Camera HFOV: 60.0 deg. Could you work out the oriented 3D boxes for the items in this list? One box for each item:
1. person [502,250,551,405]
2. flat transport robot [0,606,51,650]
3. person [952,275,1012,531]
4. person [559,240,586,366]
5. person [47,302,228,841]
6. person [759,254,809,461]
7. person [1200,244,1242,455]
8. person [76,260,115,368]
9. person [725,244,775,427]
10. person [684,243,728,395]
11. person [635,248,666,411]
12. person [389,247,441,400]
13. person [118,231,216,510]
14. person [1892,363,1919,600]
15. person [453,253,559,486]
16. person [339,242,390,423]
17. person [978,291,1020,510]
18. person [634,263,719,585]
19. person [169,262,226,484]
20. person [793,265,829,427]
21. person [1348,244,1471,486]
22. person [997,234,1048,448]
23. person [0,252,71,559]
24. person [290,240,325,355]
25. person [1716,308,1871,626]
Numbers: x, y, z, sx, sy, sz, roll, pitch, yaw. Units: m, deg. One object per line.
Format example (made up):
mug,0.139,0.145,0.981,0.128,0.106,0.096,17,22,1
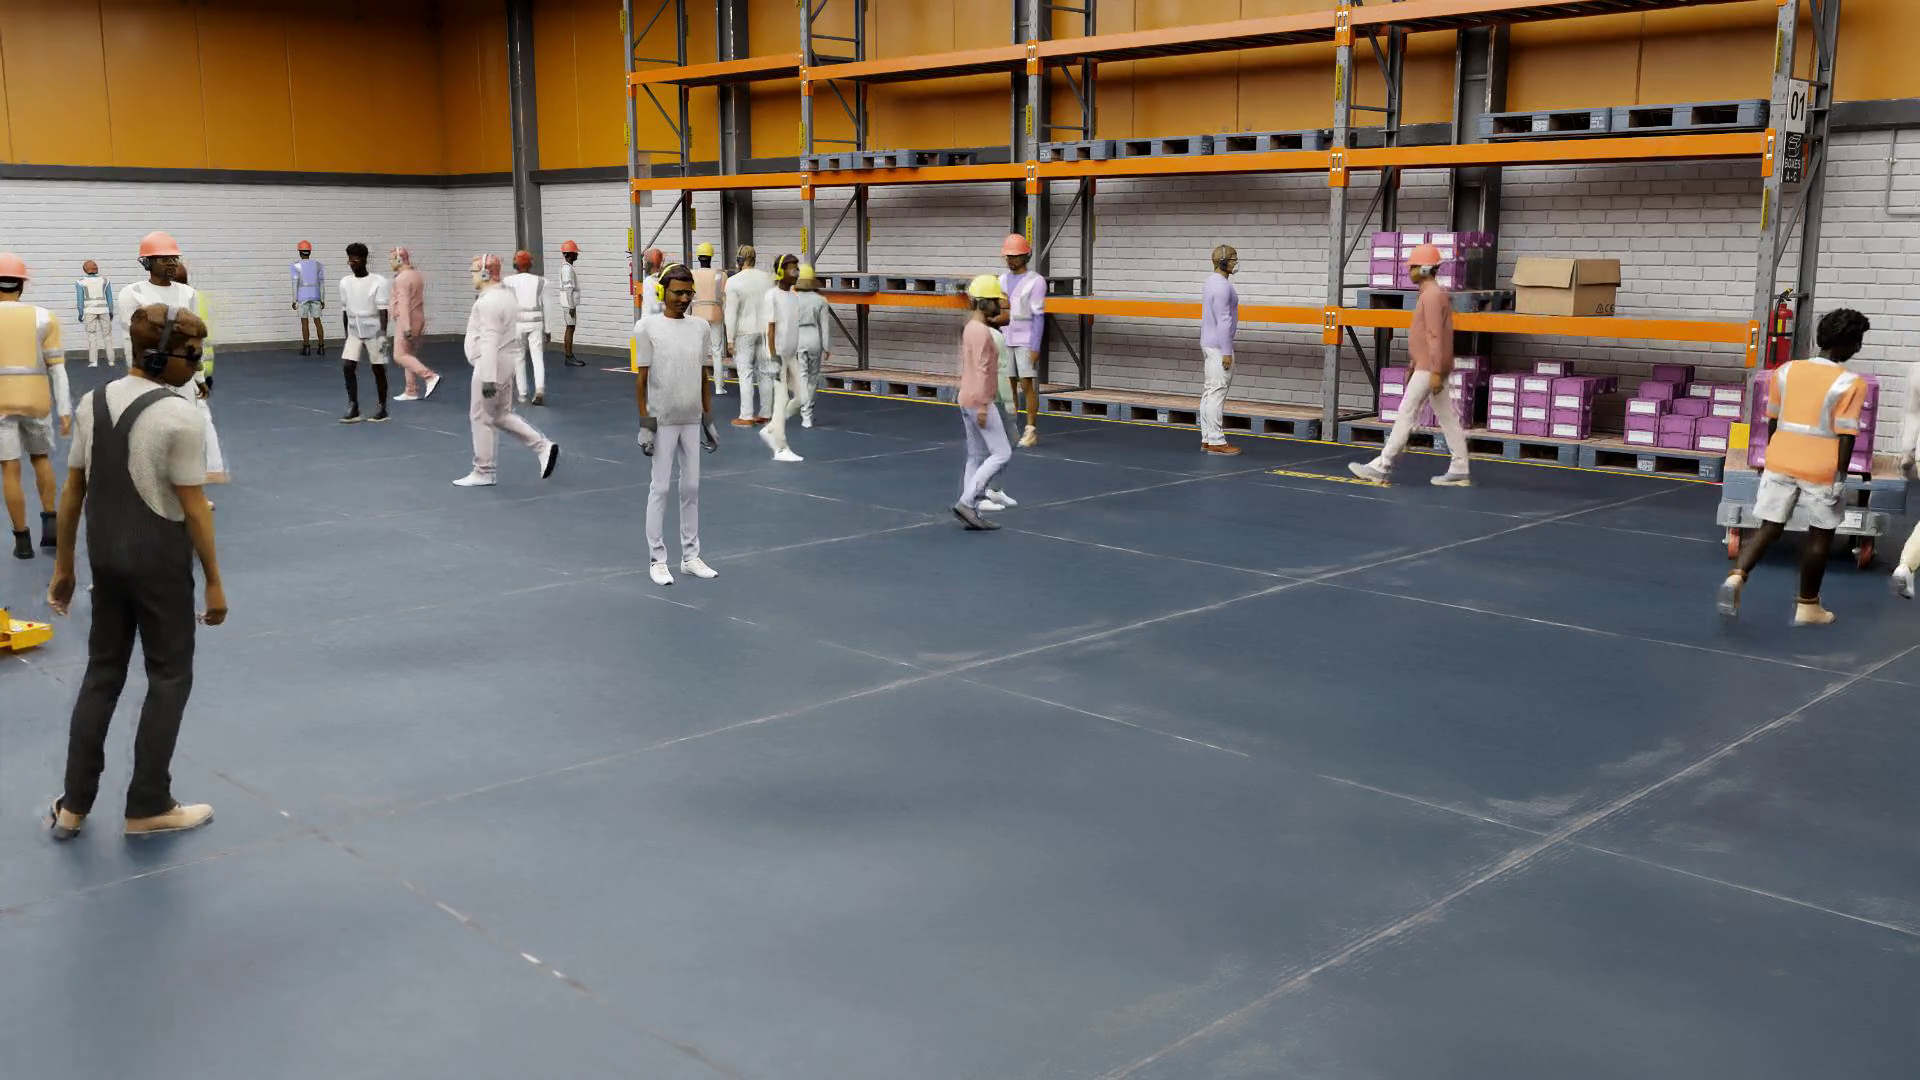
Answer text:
person,-5.183,-2.542,19.937,0.579,1.846,0.940,-4,11,-22
flat transport robot,-5.065,0.495,7.673,0.652,0.197,1.431,5,11,24
person,0.168,-0.921,11.332,0.360,1.751,0.553,-1,10,-8
person,-6.007,-3.655,25.753,0.355,1.939,0.552,-3,11,-14
person,-2.782,0.116,5.570,0.651,1.802,0.448,3,11,17
person,-1.603,-1.623,14.924,0.440,1.852,0.526,5,12,27
person,2.413,-1.756,15.402,0.372,1.940,0.632,-1,10,-3
person,-13.250,-3.460,25.506,0.513,1.640,0.311,-9,14,-41
person,-2.218,-2.154,17.610,0.622,1.932,0.367,-10,14,-43
person,-3.202,-2.785,21.038,0.587,1.927,0.367,-1,10,-5
person,-3.480,-2.383,19.000,0.438,1.871,0.615,3,11,15
person,-6.681,-2.627,20.296,0.552,1.885,0.641,0,10,1
person,-5.725,-1.195,12.043,0.370,2.048,0.607,5,12,27
person,5.322,-0.414,8.934,0.376,1.619,0.532,-5,11,-24
person,-3.708,-1.366,13.417,0.763,1.883,0.655,0,10,-1
person,-6.438,-2.212,17.887,0.609,1.942,0.731,2,11,9
person,0.298,-1.008,12.191,0.499,1.613,0.514,-1,10,-4
person,-1.650,-0.678,9.728,0.509,1.865,0.329,-9,13,-39
person,-6.433,-1.343,13.490,0.872,1.807,0.660,-1,10,-6
person,-1.668,-2.088,17.849,0.505,1.687,0.889,-2,11,-13
person,3.699,-1.401,13.446,1.008,1.937,0.645,4,11,19
person,0.549,-1.889,15.883,0.393,2.033,0.606,-10,14,-44
person,-5.946,-0.846,10.491,0.559,1.914,0.495,-8,13,-36
person,-11.034,-4.091,28.132,0.552,1.935,0.367,-9,14,-41
person,4.244,-0.346,8.458,0.722,1.665,0.568,-6,12,-29
